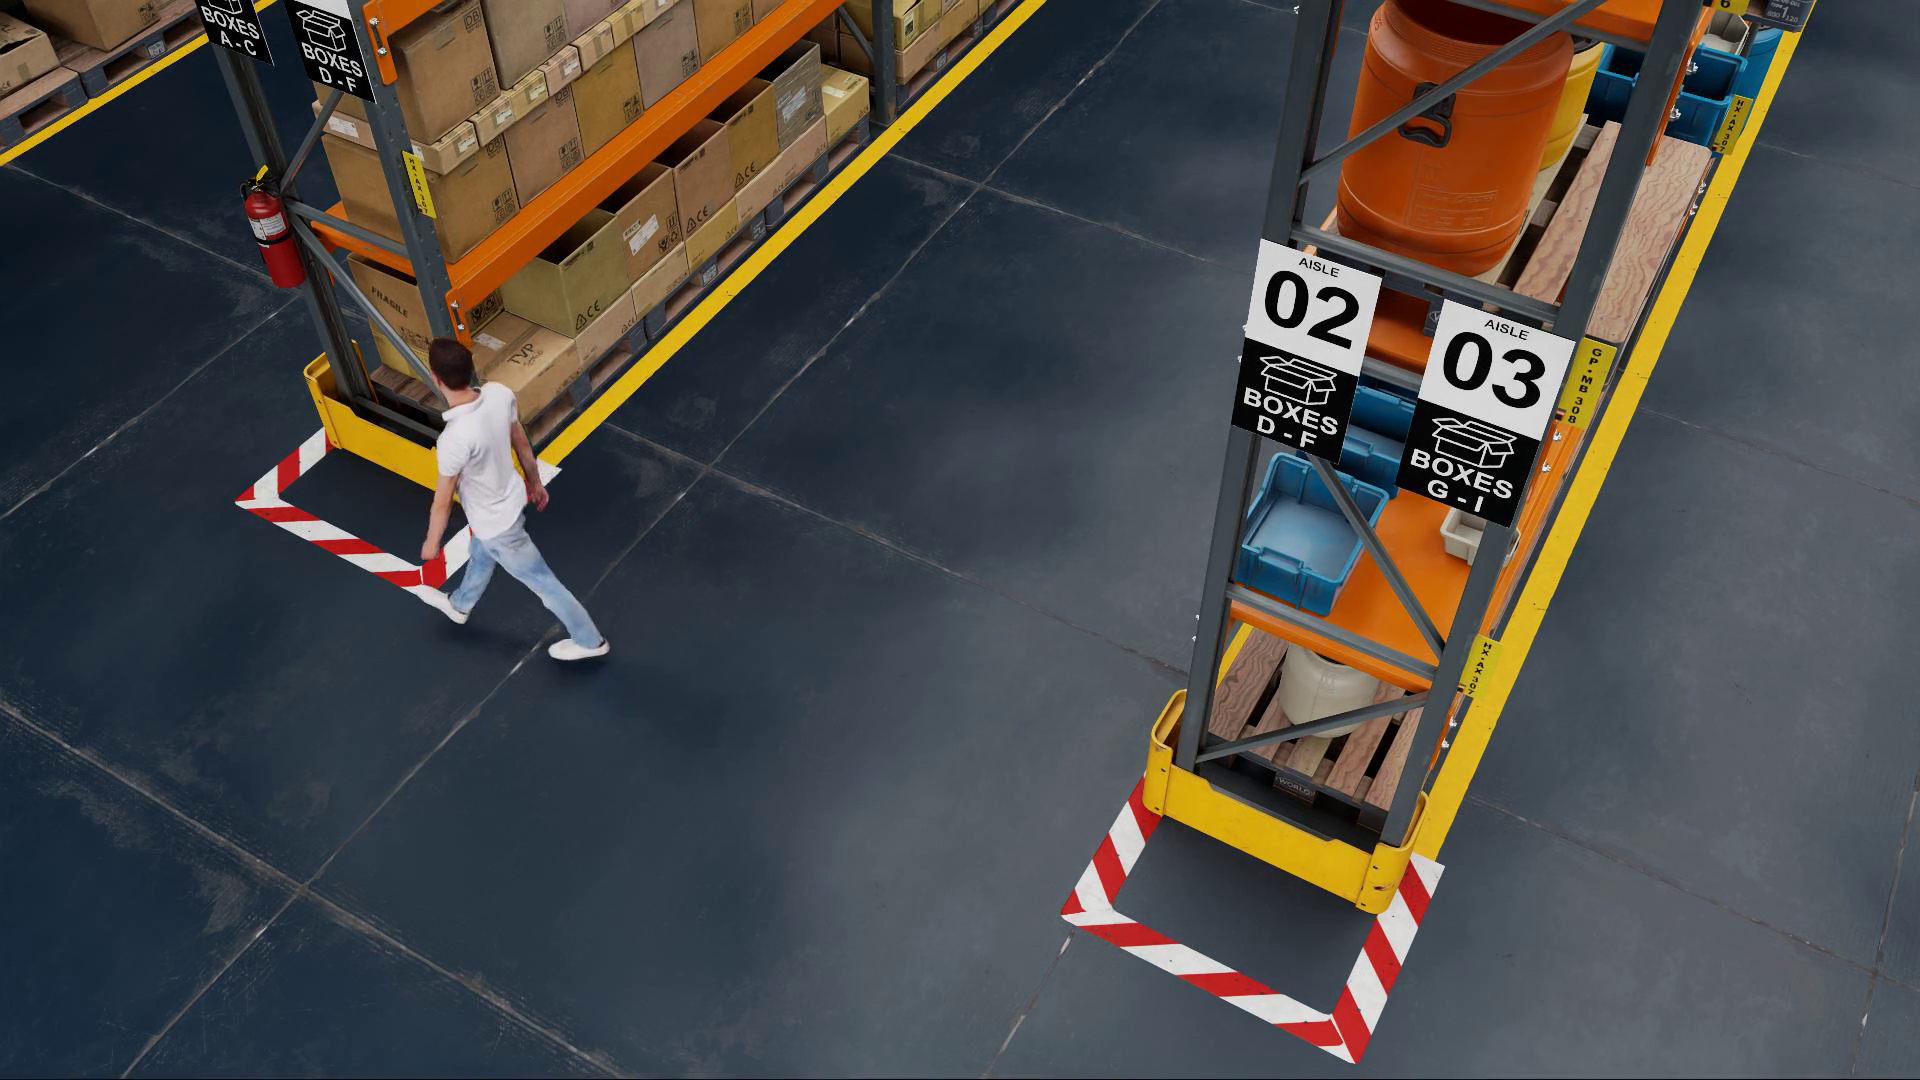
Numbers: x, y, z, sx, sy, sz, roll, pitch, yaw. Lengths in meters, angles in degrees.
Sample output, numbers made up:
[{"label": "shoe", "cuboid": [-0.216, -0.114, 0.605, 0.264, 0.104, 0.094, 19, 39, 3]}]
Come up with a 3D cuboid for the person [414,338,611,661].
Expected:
[{"label": "person", "cuboid": [-1.978, -0.090, 7.500, 1.069, 1.788, 1.266, 5, 47, 4]}]
